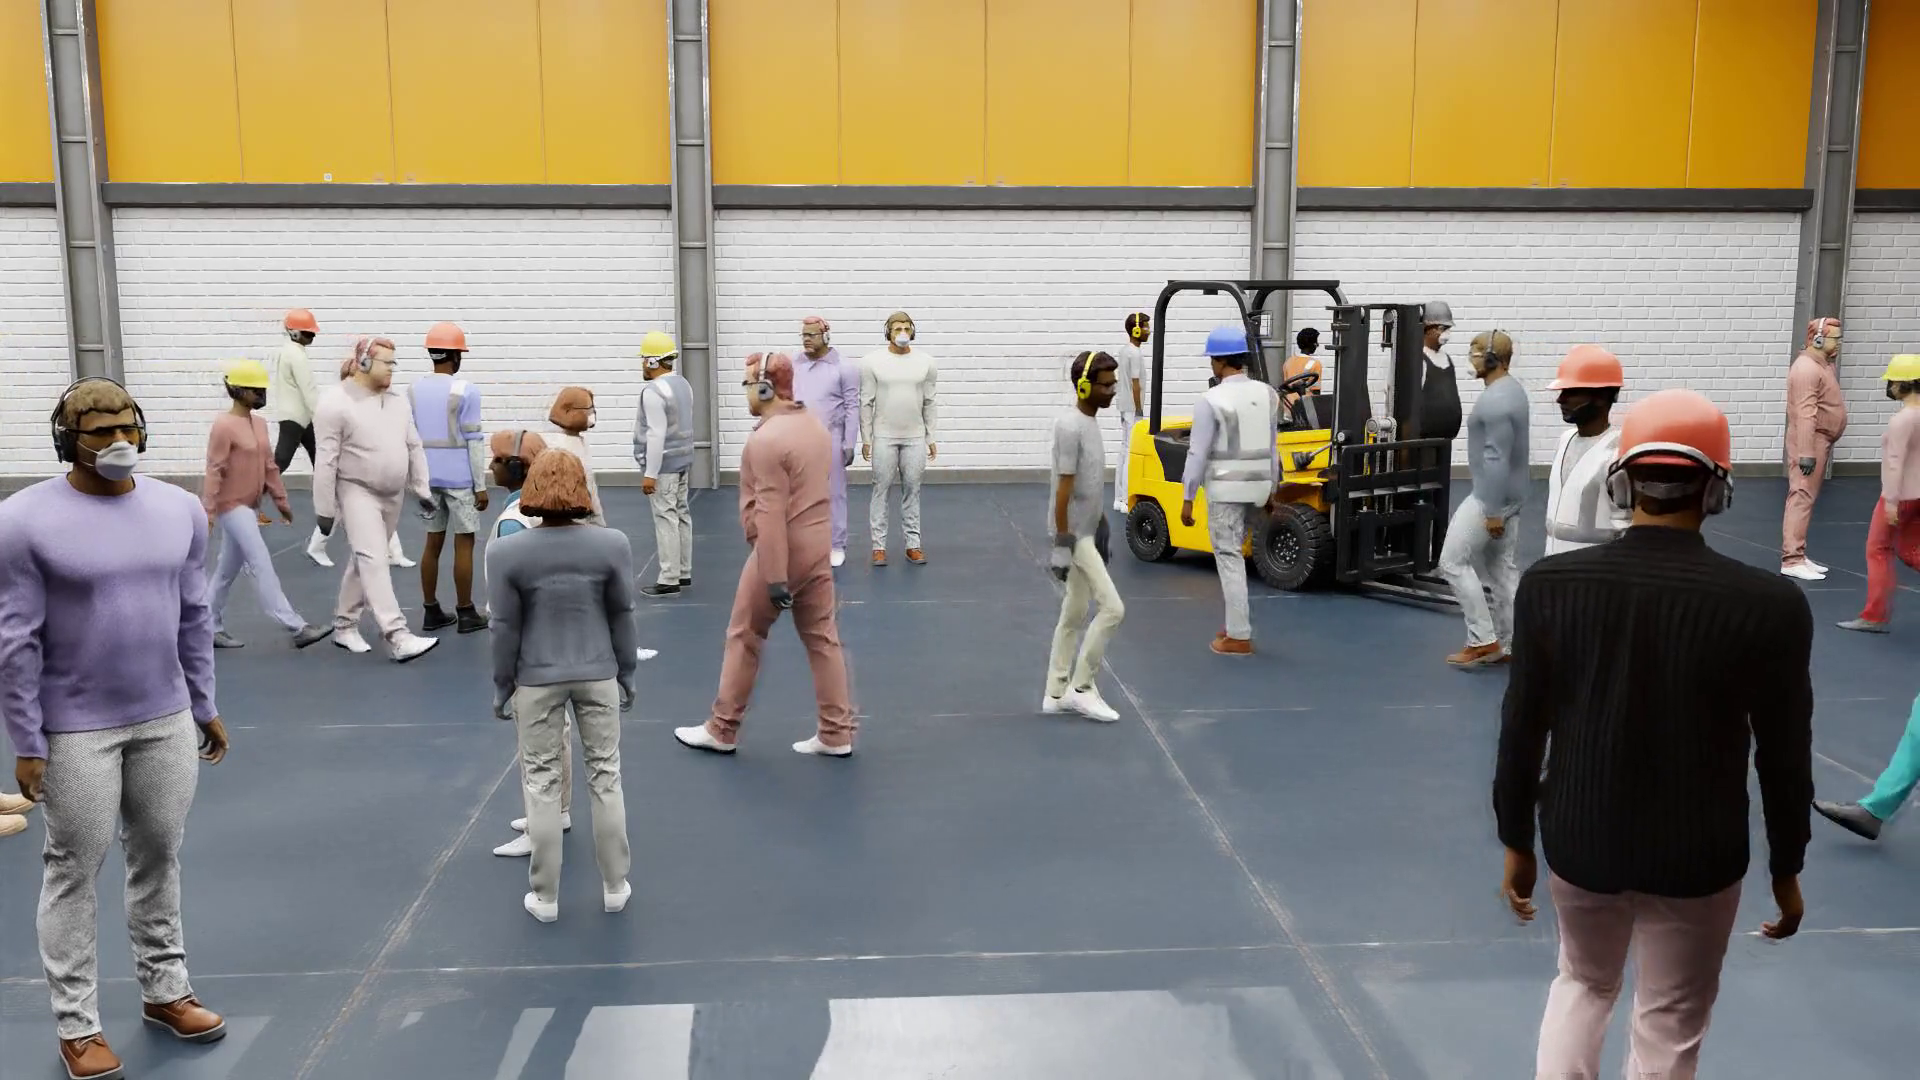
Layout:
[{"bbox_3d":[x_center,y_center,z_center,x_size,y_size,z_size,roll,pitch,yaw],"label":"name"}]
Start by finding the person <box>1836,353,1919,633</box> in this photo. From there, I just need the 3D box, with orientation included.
[{"bbox_3d":[5.820,-0.263,10.128,0.533,1.743,0.665,-7,11,-37],"label":"person"}]

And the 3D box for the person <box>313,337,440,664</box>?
[{"bbox_3d":[-3.340,-0.230,9.593,0.984,1.852,0.643,4,10,24],"label":"person"}]

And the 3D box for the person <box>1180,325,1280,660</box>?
[{"bbox_3d":[1.549,-0.280,9.671,0.636,1.921,0.585,-7,11,-37],"label":"person"}]

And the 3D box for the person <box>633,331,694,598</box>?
[{"bbox_3d":[-2.044,-0.518,11.457,0.404,1.834,0.591,2,9,13],"label":"person"}]

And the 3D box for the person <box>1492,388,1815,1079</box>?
[{"bbox_3d":[1.501,0.662,3.610,0.611,1.971,0.439,7,12,38],"label":"person"}]

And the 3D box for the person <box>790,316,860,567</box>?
[{"bbox_3d":[-1.086,-0.744,12.653,0.643,1.908,0.399,4,10,22],"label":"person"}]

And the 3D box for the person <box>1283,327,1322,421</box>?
[{"bbox_3d":[3.468,-1.297,16.803,0.318,1.691,0.529,-5,10,-29],"label":"person"}]

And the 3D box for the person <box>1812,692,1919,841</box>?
[{"bbox_3d":[3.790,0.371,6.231,0.927,1.705,0.537,0,9,2],"label":"person"}]

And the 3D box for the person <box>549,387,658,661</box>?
[{"bbox_3d":[-2.204,-0.086,9.511,0.852,1.587,0.514,0,9,-1],"label":"person"}]

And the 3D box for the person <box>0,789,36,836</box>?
[{"bbox_3d":[-3.961,0.265,6.563,0.429,1.833,0.629,-5,10,-27],"label":"person"}]

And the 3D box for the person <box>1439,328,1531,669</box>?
[{"bbox_3d":[2.939,-0.213,9.292,0.542,1.921,0.640,5,10,29],"label":"person"}]

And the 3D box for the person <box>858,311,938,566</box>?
[{"bbox_3d":[-0.466,-0.772,12.727,0.629,1.940,0.373,-2,9,-15],"label":"person"}]

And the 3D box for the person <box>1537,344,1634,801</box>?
[{"bbox_3d":[2.524,0.178,6.762,0.374,1.939,0.545,-2,9,-10],"label":"person"}]

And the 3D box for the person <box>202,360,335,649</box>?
[{"bbox_3d":[-4.126,-0.188,9.749,0.907,1.714,0.534,0,9,2],"label":"person"}]

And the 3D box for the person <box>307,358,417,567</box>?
[{"bbox_3d":[-4.598,-0.577,12.569,0.855,1.599,0.535,3,9,16],"label":"person"}]

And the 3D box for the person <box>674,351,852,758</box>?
[{"bbox_3d":[-0.902,0.078,7.636,0.918,1.867,0.647,4,10,23],"label":"person"}]

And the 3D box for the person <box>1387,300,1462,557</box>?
[{"bbox_3d":[3.646,-0.861,12.962,0.707,2.000,0.536,-8,12,-42],"label":"person"}]

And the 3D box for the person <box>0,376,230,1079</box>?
[{"bbox_3d":[-2.355,0.513,4.653,0.375,1.940,0.627,6,11,34],"label":"person"}]

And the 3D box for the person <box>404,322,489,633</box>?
[{"bbox_3d":[-3.162,-0.382,10.332,0.541,1.930,0.384,4,10,23],"label":"person"}]

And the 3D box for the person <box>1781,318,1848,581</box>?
[{"bbox_3d":[6.259,-0.670,12.190,0.408,1.905,0.654,5,10,30],"label":"person"}]

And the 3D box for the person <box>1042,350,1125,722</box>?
[{"bbox_3d":[0.655,-0.009,8.226,0.574,1.842,0.563,2,9,15],"label":"person"}]

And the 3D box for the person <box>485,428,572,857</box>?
[{"bbox_3d":[-1.649,0.387,6.375,0.309,1.644,0.512,0,9,-1],"label":"person"}]

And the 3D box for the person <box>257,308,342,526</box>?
[{"bbox_3d":[-5.942,-1.088,14.778,1.082,1.938,0.600,-4,10,-23],"label":"person"}]

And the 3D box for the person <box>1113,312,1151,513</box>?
[{"bbox_3d":[1.620,-1.186,15.544,0.310,1.868,0.533,-1,9,-9],"label":"person"}]

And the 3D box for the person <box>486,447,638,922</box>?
[{"bbox_3d":[-1.356,0.495,5.718,0.497,1.634,0.279,-3,10,-19],"label":"person"}]

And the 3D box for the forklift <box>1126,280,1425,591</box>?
[{"bbox_3d":[2.301,-0.860,12.475,1.214,2.155,2.313,-6,11,-35],"label":"forklift"}]
